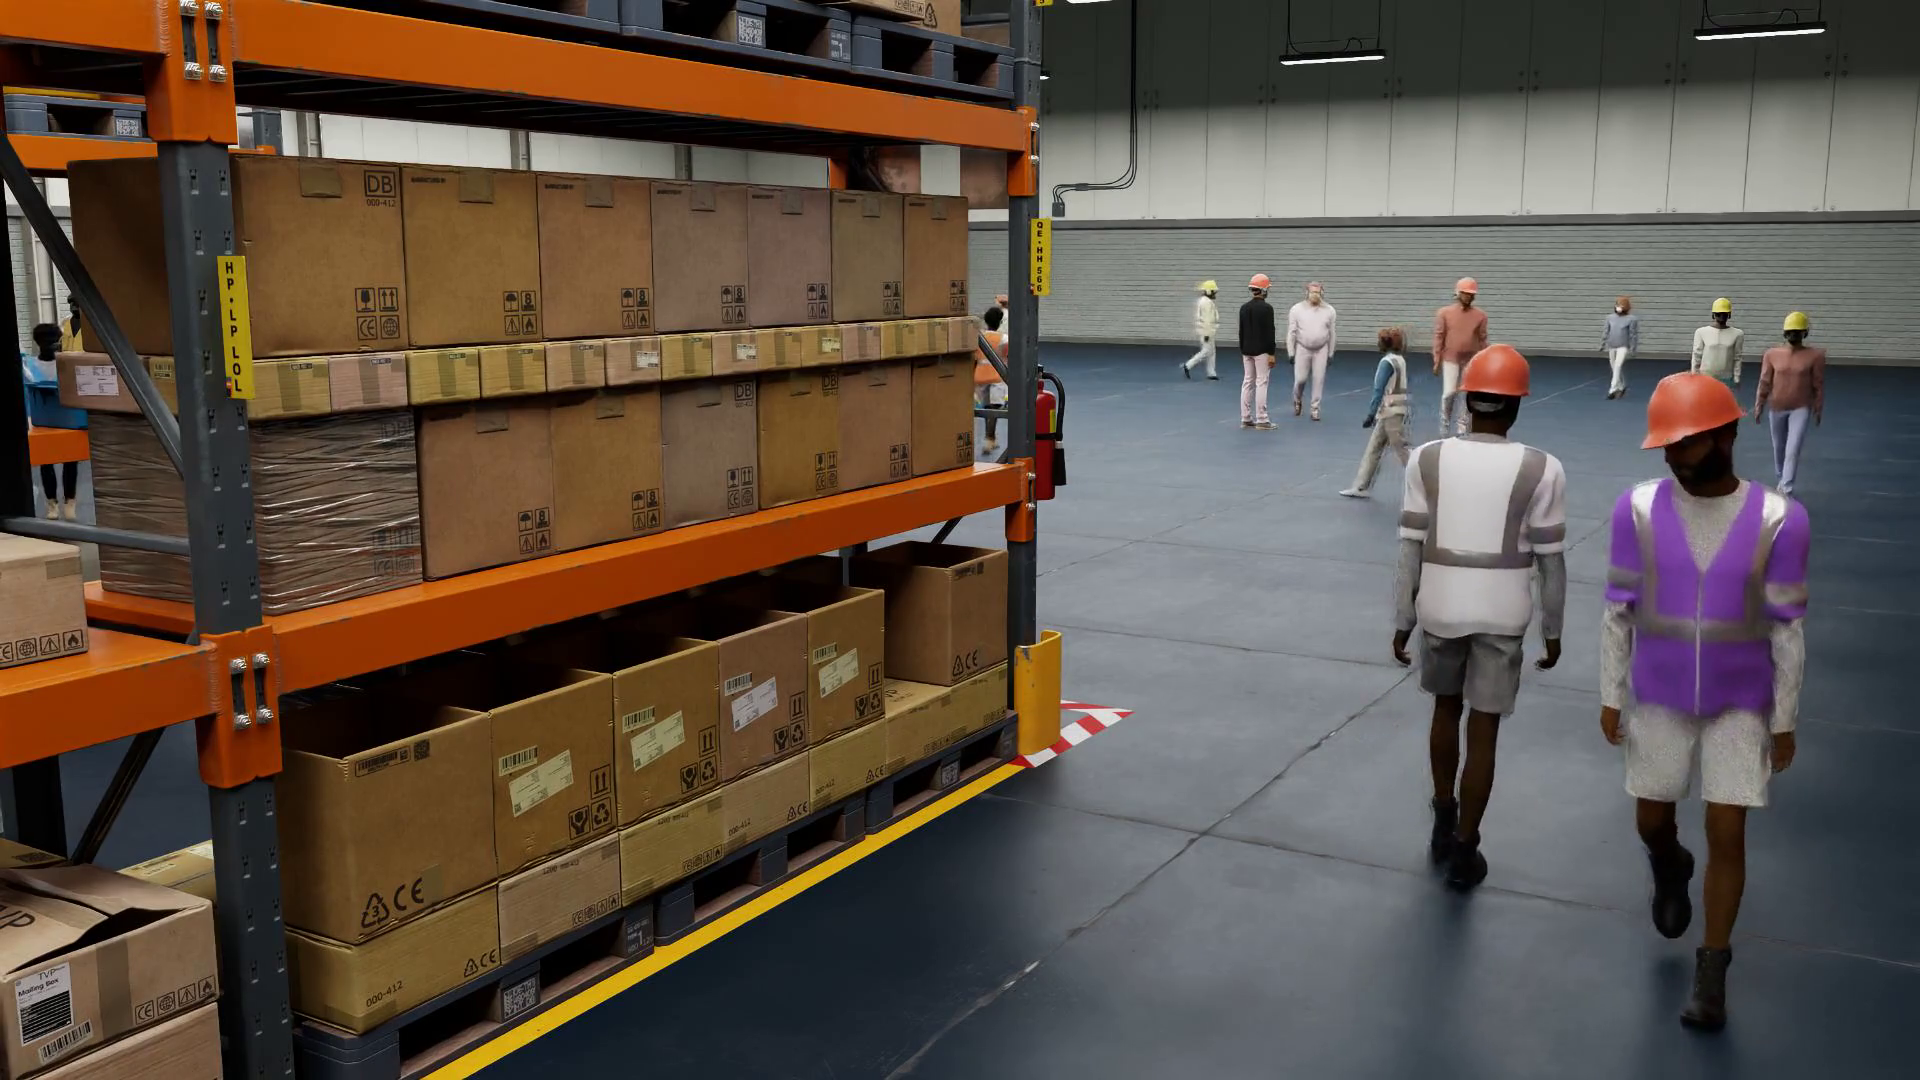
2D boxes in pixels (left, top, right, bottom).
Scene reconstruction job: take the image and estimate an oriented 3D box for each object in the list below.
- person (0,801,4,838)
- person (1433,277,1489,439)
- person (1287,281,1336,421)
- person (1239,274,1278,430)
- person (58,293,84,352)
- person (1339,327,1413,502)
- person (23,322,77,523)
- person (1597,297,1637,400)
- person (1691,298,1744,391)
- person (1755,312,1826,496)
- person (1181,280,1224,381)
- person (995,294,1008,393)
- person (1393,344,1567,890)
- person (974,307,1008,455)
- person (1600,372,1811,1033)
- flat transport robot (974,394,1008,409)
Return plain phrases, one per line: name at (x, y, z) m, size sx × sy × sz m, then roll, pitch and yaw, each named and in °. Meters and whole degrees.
person at (-3.734, 0.267, 6.033) m, size 0.584 × 1.882 × 0.348 m, roll 5°, pitch 11°, yaw 29°
person at (6.002, -2.149, 19.903) m, size 0.638 × 1.973 × 0.439 m, roll 0°, pitch 10°, yaw 2°
person at (4.787, -2.570, 22.644) m, size 0.646 × 1.892 × 0.471 m, roll 1°, pitch 10°, yaw 5°
person at (3.841, -2.415, 21.409) m, size 0.374 × 1.997 × 0.608 m, roll -6°, pitch 11°, yaw -32°
person at (-9.744, -1.847, 18.535) m, size 0.625 × 1.844 × 0.429 m, roll 1°, pitch 10°, yaw 7°
person at (3.924, -1.136, 15.117) m, size 0.864 × 1.593 × 0.515 m, roll 4°, pitch 11°, yaw 23°
person at (-7.560, -0.967, 13.847) m, size 0.554 × 1.671 × 0.657 m, roll -5°, pitch 11°, yaw -27°
person at (10.341, -3.009, 26.053) m, size 0.832 × 1.598 × 0.511 m, roll -8°, pitch 13°, yaw -40°
person at (8.386, -1.795, 18.452) m, size 0.522 × 1.769 × 0.318 m, roll 2°, pitch 10°, yaw 14°
person at (7.551, -1.208, 15.127) m, size 0.533 × 1.729 × 0.892 m, roll 7°, pitch 12°, yaw 36°
person at (4.342, -3.726, 29.640) m, size 0.699 × 1.813 × 0.599 m, roll 1°, pitch 10°, yaw 4°
person at (0.665, -3.013, 25.953) m, size 0.309 × 1.640 × 0.516 m, roll -2°, pitch 10°, yaw -9°
person at (1.884, 0.260, 5.989) m, size 0.568 × 1.908 × 0.718 m, roll 5°, pitch 11°, yaw 29°
person at (0.362, -1.806, 18.842) m, size 0.541 × 1.655 × 0.859 m, roll 3°, pitch 10°, yaw 19°
person at (2.217, 0.439, 4.987) m, size 0.560 × 1.907 × 0.688 m, roll 5°, pitch 11°, yaw 29°
flat transport robot at (0.308, -1.963, 23.806) m, size 1.431 × 0.197 × 0.652 m, roll -3°, pitch 10°, yaw -19°
